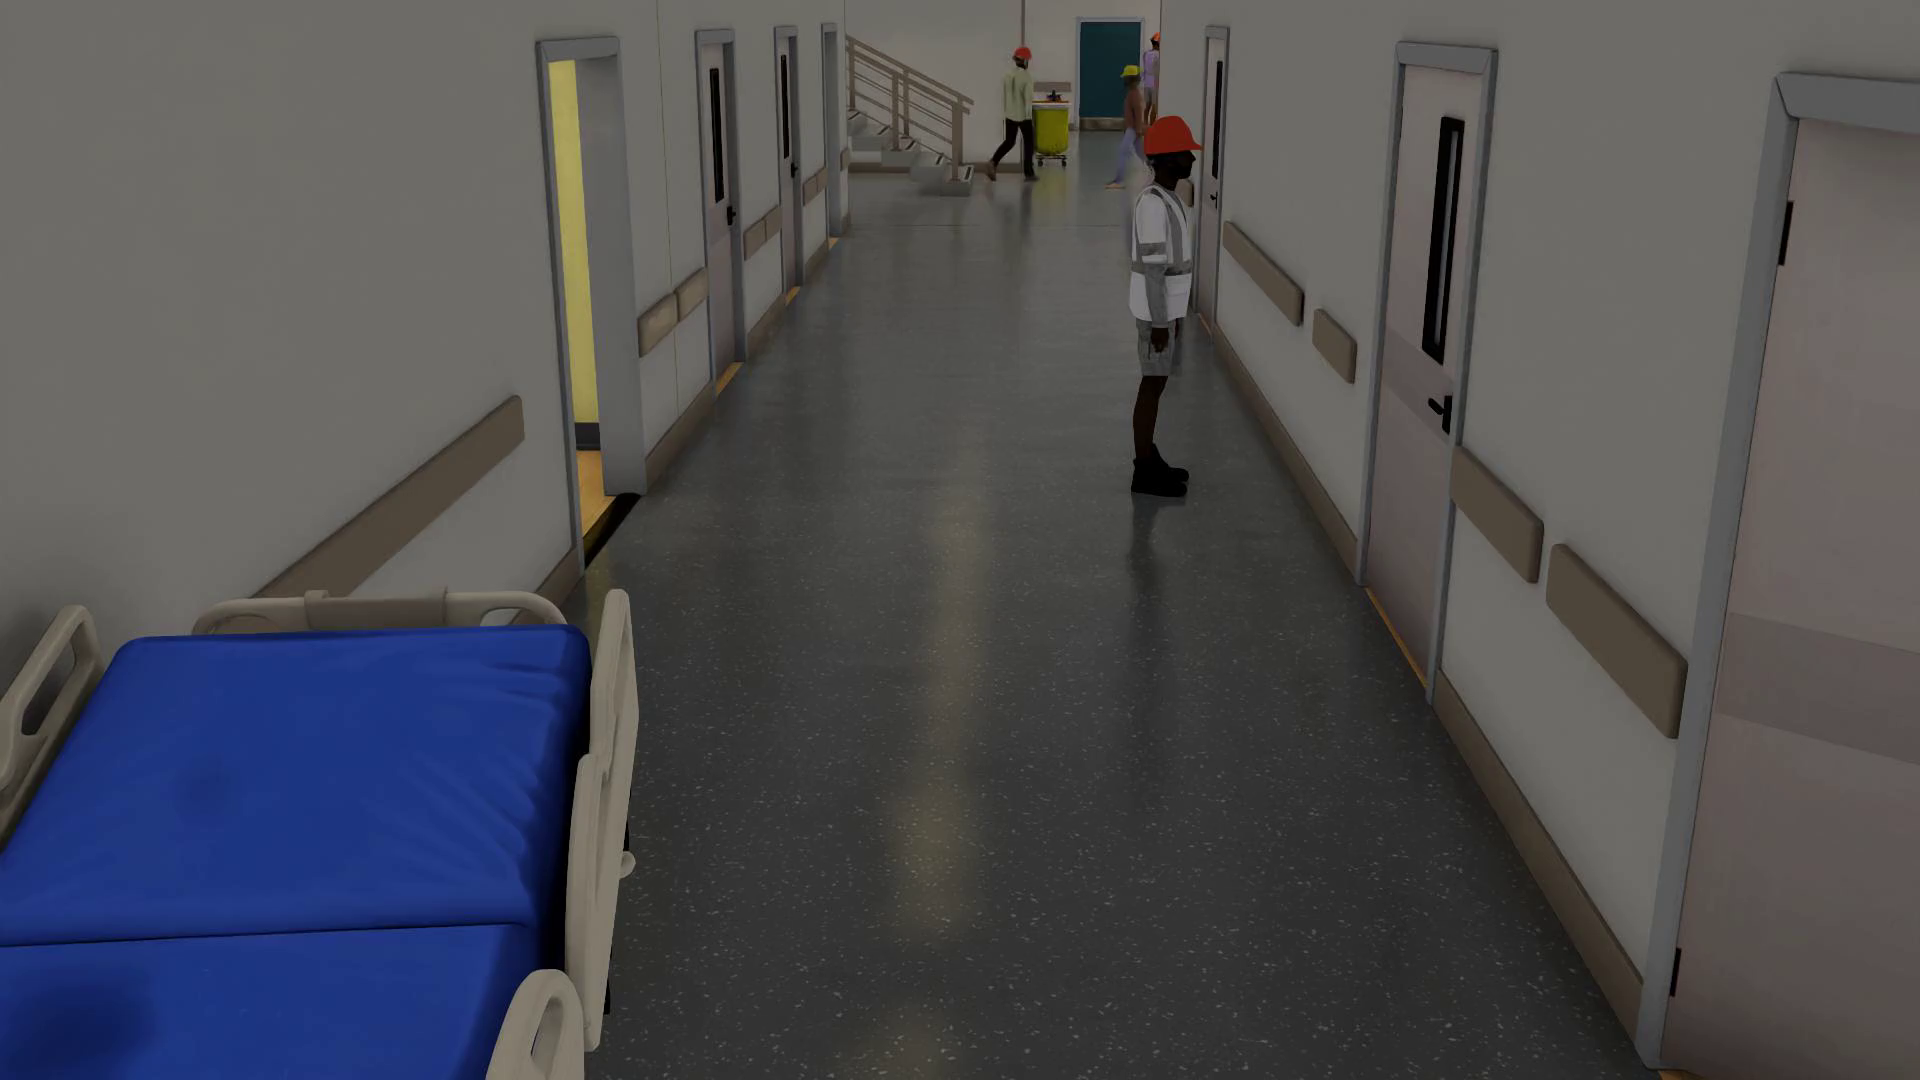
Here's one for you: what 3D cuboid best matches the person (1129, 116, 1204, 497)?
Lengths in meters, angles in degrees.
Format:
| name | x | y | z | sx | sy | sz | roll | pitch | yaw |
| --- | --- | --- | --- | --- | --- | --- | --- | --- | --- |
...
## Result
| name | x | y | z | sx | sy | sz | roll | pitch | yaw |
| --- | --- | --- | --- | --- | --- | --- | --- | --- | --- |
| person | 1.060 | -1.201 | 8.640 | 0.354 | 1.939 | 0.544 | 3 | 18 | 11 |

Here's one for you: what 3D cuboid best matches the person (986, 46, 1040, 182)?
| name | x | y | z | sx | sy | sz | roll | pitch | yaw |
| --- | --- | --- | --- | --- | --- | --- | --- | --- | --- |
| person | 0.789 | -6.233 | 24.424 | 0.890 | 1.967 | 0.614 | -16 | 24 | -41 |

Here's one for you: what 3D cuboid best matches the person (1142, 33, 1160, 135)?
| name | x | y | z | sx | sy | sz | roll | pitch | yaw |
| --- | --- | --- | --- | --- | --- | --- | --- | --- | --- |
| person | 3.953 | -9.233 | 33.744 | 0.409 | 2.028 | 0.615 | -11 | 21 | -30 |

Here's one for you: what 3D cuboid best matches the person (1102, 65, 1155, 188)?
| name | x | y | z | sx | sy | sz | roll | pitch | yaw |
| --- | --- | --- | --- | --- | --- | --- | --- | --- | --- |
| person | 2.523 | -5.885 | 23.704 | 0.877 | 1.725 | 0.535 | 0 | 18 | 1 |
